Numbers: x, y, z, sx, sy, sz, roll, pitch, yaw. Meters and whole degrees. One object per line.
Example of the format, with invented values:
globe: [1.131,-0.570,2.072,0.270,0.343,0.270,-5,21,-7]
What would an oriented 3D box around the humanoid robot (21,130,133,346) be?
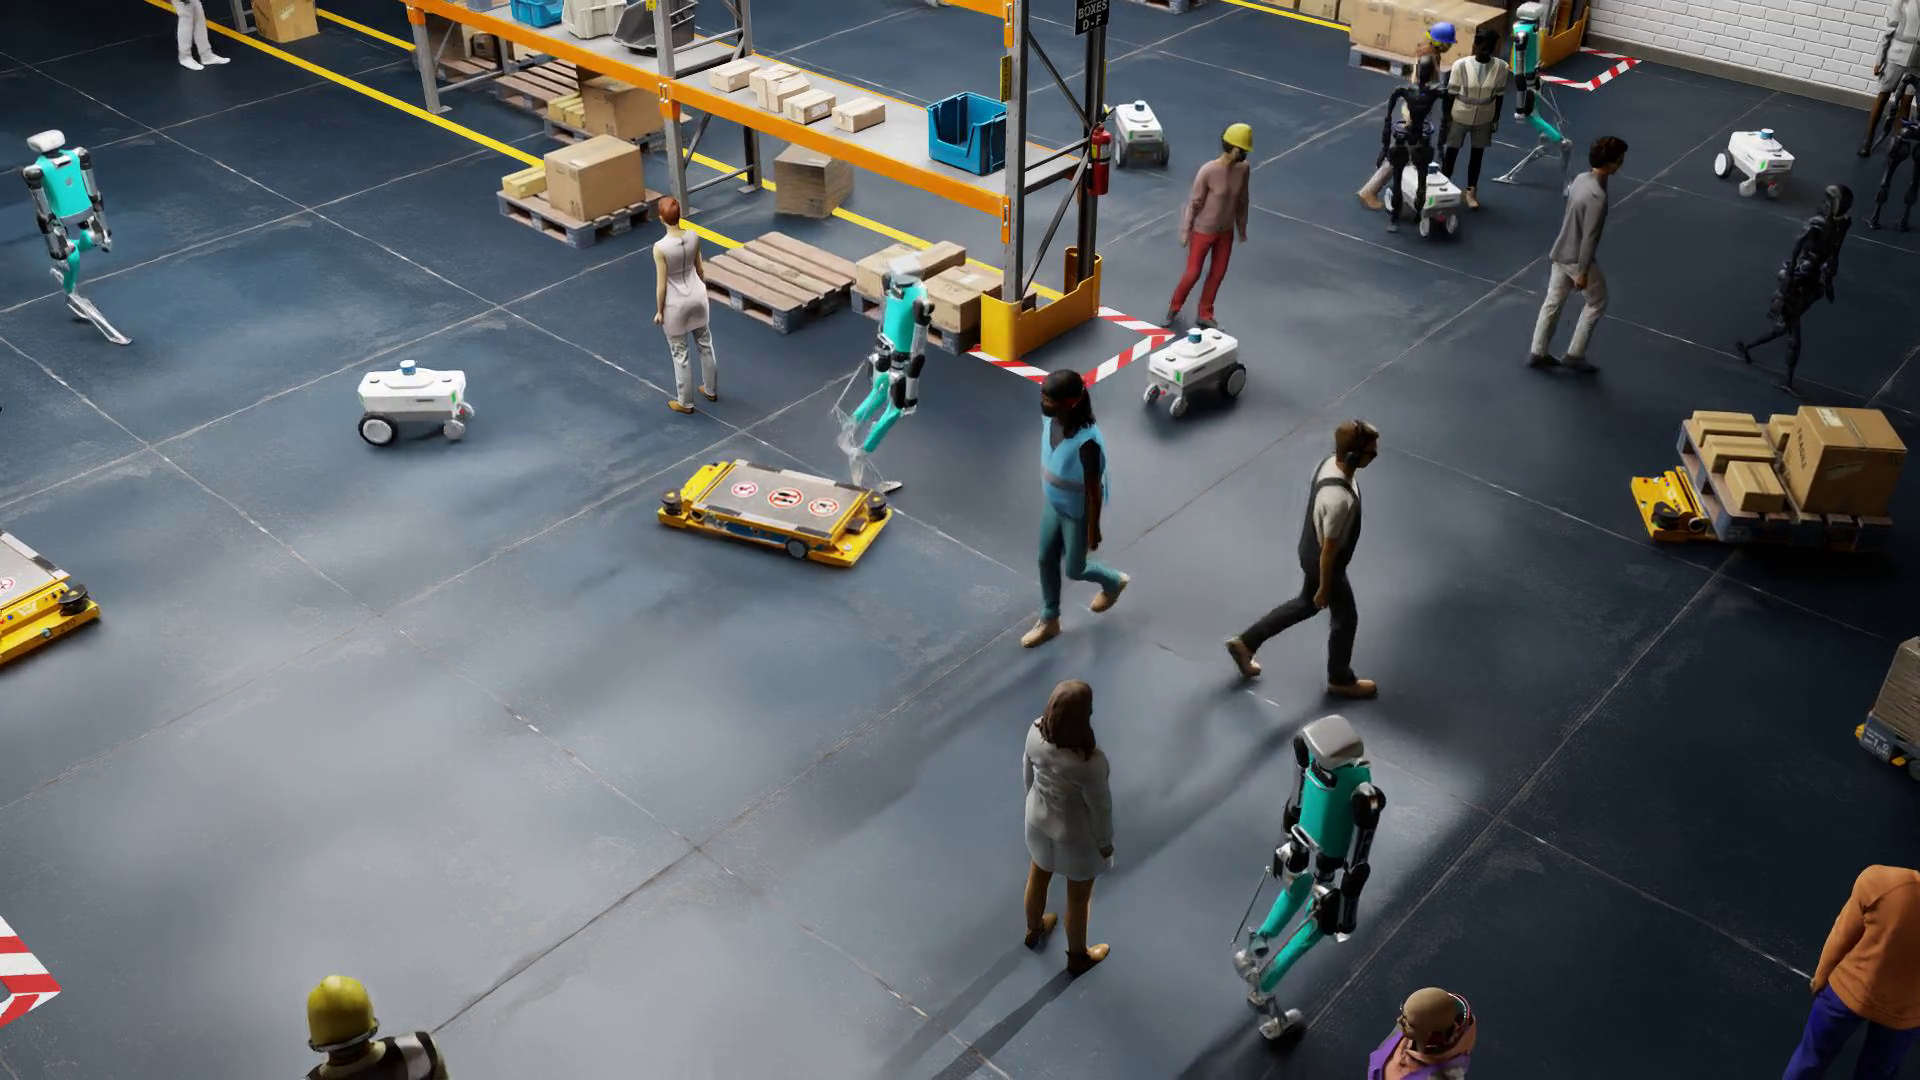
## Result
humanoid robot: [-7.043,-2.389,13.027,1.030,1.782,0.540,19,39,26]

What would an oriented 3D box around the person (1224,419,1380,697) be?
person: [1.987,0.115,9.293,0.835,1.813,0.507,2,35,2]

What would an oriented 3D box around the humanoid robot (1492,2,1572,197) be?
humanoid robot: [5.502,-4.022,15.366,0.995,1.753,0.557,17,38,23]

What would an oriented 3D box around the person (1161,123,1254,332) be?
person: [1.962,-2.459,13.084,0.598,1.727,0.558,-19,39,-25]

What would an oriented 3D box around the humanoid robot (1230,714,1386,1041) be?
humanoid robot: [1.400,1.587,7.251,0.665,1.832,0.554,-15,37,-20]

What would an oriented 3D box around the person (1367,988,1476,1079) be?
person: [1.674,2.279,6.253,0.341,1.692,0.494,-3,35,-5]

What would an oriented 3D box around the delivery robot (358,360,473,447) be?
delivery robot: [-3.964,-1.008,12.032,0.809,0.611,0.499,-1,35,-1]

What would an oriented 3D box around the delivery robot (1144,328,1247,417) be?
delivery robot: [1.753,-1.299,12.451,0.805,0.606,0.499,-27,43,-33]

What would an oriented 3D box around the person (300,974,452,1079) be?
person: [-2.122,2.276,6.137,0.598,1.829,0.404,-21,40,-28]

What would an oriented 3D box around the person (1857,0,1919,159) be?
person: [9.153,-4.635,16.072,0.546,1.926,0.388,13,37,19]

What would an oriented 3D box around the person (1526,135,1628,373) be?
person: [4.717,-2.138,12.486,0.663,1.877,0.552,-4,35,-5]

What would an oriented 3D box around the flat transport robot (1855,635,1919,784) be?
flat transport robot: [5.648,1.305,8.920,0.659,0.231,1.431,-17,38,-23]

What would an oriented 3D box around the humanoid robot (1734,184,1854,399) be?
humanoid robot: [6.236,-1.920,12.404,0.614,1.646,0.747,-17,38,-24]

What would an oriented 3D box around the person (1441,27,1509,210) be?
person: [4.645,-3.829,15.104,0.531,1.691,0.320,2,35,3]

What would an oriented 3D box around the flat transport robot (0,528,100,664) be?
flat transport robot: [-6.073,0.295,10.383,1.431,0.231,0.659,24,41,30]

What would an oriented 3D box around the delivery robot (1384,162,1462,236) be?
delivery robot: [4.236,-3.140,15.124,0.499,0.613,0.802,-8,35,-11]

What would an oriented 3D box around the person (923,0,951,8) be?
person: [-0.293,-7.306,20.082,0.397,1.753,0.540,11,36,16]

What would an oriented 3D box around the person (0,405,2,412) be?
person: [-7.312,-1.694,11.797,0.543,1.939,0.358,4,35,5]

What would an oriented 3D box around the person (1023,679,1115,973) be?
person: [0.505,1.310,7.685,0.483,1.661,0.337,27,43,33]

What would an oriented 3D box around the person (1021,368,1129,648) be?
person: [0.708,-0.210,9.737,0.678,1.842,0.558,-23,41,-29]

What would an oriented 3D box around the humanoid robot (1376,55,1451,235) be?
humanoid robot: [3.985,-3.472,14.603,0.602,1.635,0.392,3,35,5]

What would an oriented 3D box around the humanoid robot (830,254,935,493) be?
humanoid robot: [-0.592,-0.932,10.954,0.826,1.875,0.547,-19,39,-25]

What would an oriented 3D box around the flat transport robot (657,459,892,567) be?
flat transport robot: [-1.236,-0.204,11.106,1.431,0.231,0.659,13,37,18]

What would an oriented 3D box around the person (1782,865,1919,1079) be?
person: [3.714,1.816,6.685,0.516,1.973,0.400,19,39,25]

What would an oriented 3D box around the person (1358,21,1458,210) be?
person: [4.105,-3.851,15.097,0.755,1.747,0.523,6,35,9]

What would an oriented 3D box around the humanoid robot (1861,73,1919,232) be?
humanoid robot: [8.454,-3.563,14.733,0.608,1.652,0.308,7,35,10]

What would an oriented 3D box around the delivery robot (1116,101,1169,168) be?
delivery robot: [1.759,-4.017,16.377,0.499,0.592,0.795,-4,35,-5]

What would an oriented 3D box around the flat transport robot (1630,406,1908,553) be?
flat transport robot: [5.301,-0.206,11.109,1.431,0.231,0.659,4,35,5]

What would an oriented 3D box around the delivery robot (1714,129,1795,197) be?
delivery robot: [7.570,-3.607,15.801,0.510,0.614,0.785,-2,35,-3]

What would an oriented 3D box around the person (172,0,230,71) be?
person: [-8.528,-6.114,18.237,0.527,1.896,0.664,-9,36,-13]

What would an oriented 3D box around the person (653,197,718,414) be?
person: [-2.016,-1.697,12.045,0.451,1.657,0.288,-29,44,-35]
